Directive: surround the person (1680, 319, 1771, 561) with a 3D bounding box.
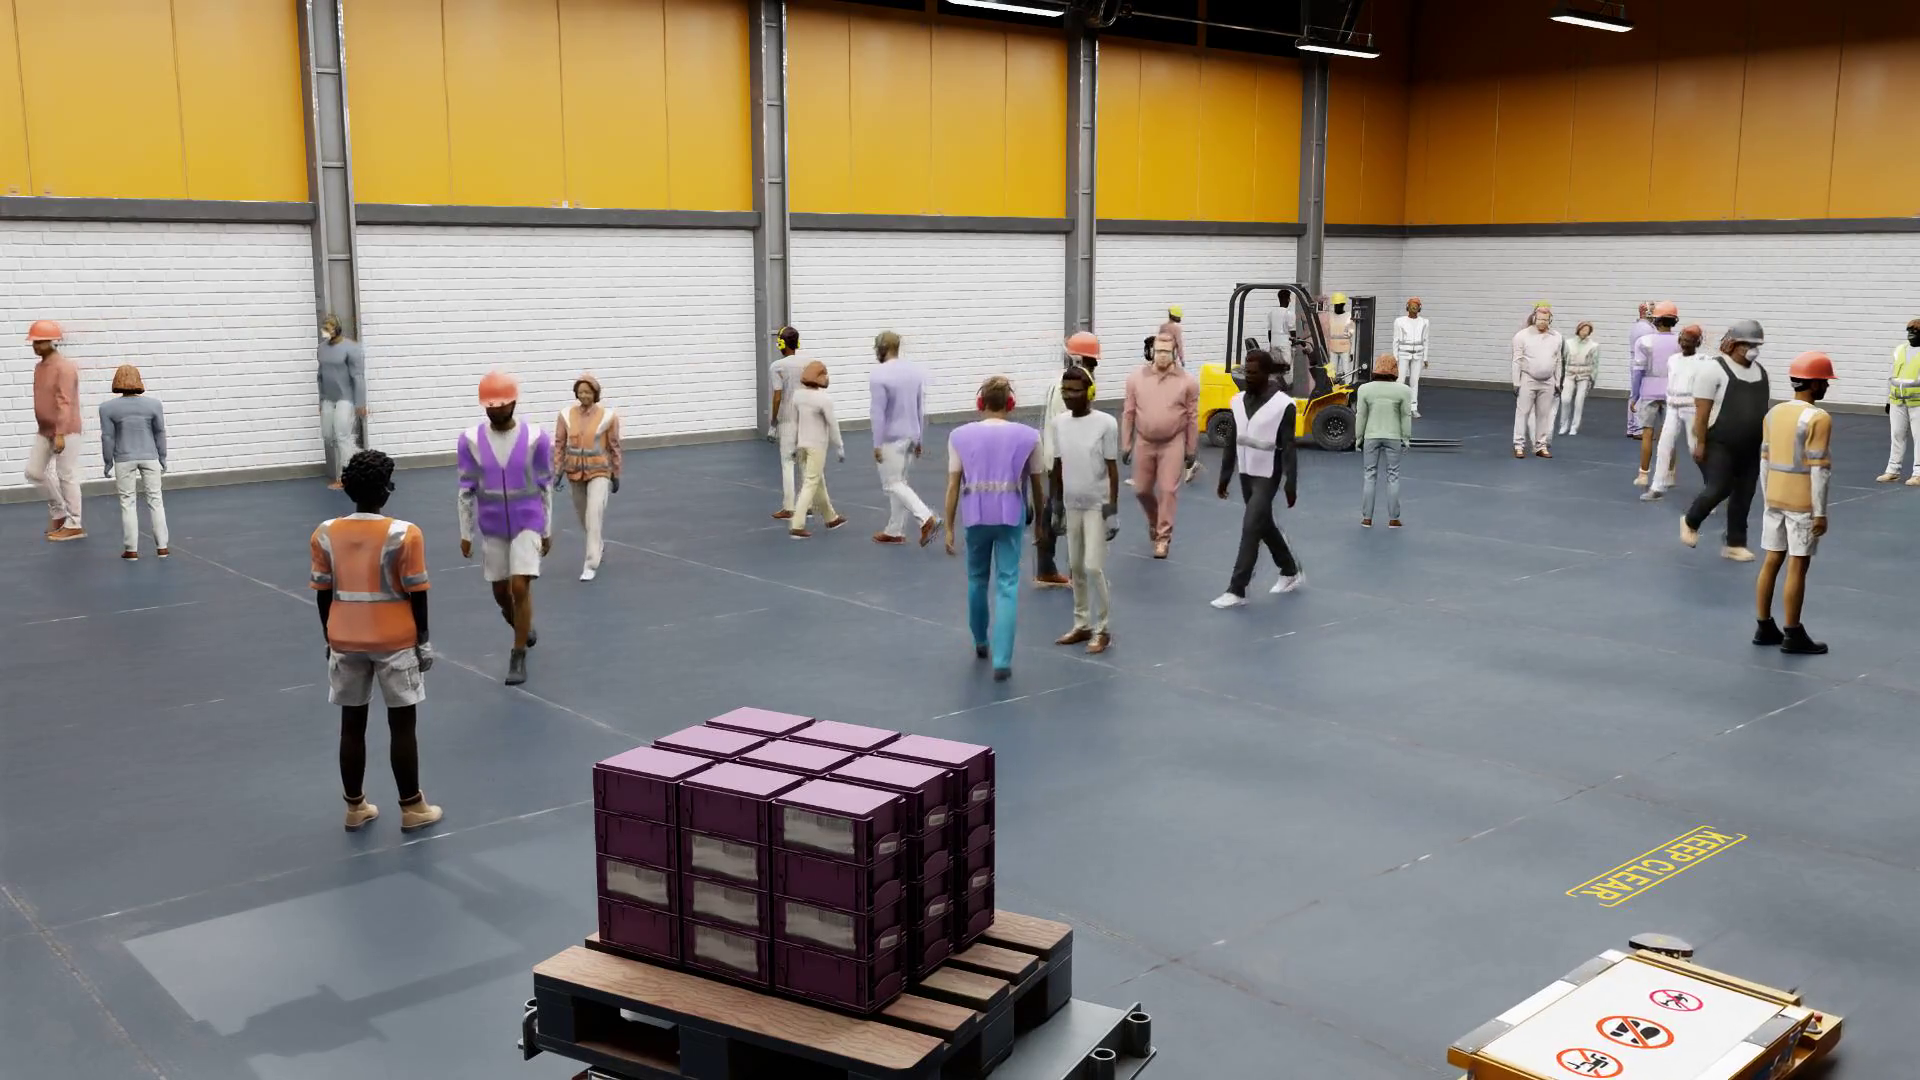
[{"bbox_3d":[6.447,-0.842,13.868,0.687,2.000,0.633,-2,10,-14],"label":"person"}]

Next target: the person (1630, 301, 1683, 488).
[{"bbox_3d":[7.663,-1.585,18.212,0.616,2.040,0.382,2,10,11],"label":"person"}]

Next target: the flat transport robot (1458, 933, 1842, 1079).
[{"bbox_3d":[2.068,1.550,5.040,1.431,0.197,0.652,-9,13,-43],"label":"flat transport robot"}]

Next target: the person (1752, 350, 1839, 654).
[{"bbox_3d":[5.372,-0.244,10.668,0.375,1.939,0.546,-2,10,-11],"label":"person"}]

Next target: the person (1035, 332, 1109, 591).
[{"bbox_3d":[0.887,-0.589,12.598,0.690,1.957,0.650,0,10,-2],"label":"person"}]

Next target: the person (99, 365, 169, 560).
[{"bbox_3d":[-6.890,-0.645,13.902,0.497,1.634,0.279,-7,12,-34],"label":"person"}]

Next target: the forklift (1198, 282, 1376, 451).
[{"bbox_3d":[4.328,-2.346,22.227,2.313,2.155,1.214,3,10,16],"label":"forklift"}]

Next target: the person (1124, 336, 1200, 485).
[{"bbox_3d":[2.234,-1.414,18.291,0.756,1.669,0.533,2,10,13],"label":"person"}]

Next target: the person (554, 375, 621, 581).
[{"bbox_3d":[-2.949,-0.525,13.293,0.507,1.604,0.840,1,10,7],"label":"person"}]

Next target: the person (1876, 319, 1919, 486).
[{"bbox_3d":[10.569,-1.529,18.473,0.429,1.844,0.625,-5,11,-27],"label":"person"}]

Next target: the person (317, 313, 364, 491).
[{"bbox_3d":[-6.698,-1.513,18.142,0.637,1.921,0.583,5,11,29],"label":"person"}]

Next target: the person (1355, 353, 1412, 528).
[{"bbox_3d":[3.949,-0.924,15.541,0.507,1.632,0.268,3,10,17],"label":"person"}]

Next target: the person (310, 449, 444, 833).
[{"bbox_3d":[-2.567,0.450,7.308,0.537,1.695,0.321,2,10,9],"label":"person"}]

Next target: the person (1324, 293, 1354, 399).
[{"bbox_3d":[6.452,-3.242,28.299,0.587,1.917,0.408,8,12,38],"label":"person"}]

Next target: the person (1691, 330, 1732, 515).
[{"bbox_3d":[7.493,-1.154,16.332,0.549,1.825,0.480,8,13,40],"label":"person"}]

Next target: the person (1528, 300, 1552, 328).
[{"bbox_3d":[10.287,-3.385,29.617,0.483,1.756,0.528,-6,11,-31],"label":"person"}]

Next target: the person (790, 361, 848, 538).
[{"bbox_3d":[-1.285,-0.829,15.108,0.838,1.588,0.508,-9,13,-43],"label":"person"}]

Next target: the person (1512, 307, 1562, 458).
[{"bbox_3d":[7.253,-1.969,20.885,0.639,1.902,0.406,-1,10,-4],"label":"person"}]

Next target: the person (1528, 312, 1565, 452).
[{"bbox_3d":[7.512,-2.040,21.562,0.645,1.812,0.452,5,11,29],"label":"person"}]

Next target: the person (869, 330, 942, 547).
[{"bbox_3d":[-0.466,-0.860,14.390,0.760,1.914,0.647,7,12,34],"label":"person"}]

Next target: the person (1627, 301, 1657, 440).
[{"bbox_3d":[9.483,-2.341,23.025,0.409,1.912,0.643,1,10,7],"label":"person"}]

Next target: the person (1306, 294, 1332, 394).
[{"bbox_3d":[6.315,-3.300,28.765,0.717,1.873,0.637,-9,13,-43],"label":"person"}]

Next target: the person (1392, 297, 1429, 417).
[{"bbox_3d":[7.077,-2.860,26.143,0.573,1.884,0.353,-1,10,-4],"label":"person"}]

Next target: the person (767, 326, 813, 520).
[{"bbox_3d":[-1.631,-1.125,16.045,0.514,1.866,0.329,-9,13,-41],"label":"person"}]

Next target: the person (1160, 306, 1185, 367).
[{"bbox_3d":[3.468,-2.994,27.399,0.374,1.723,0.535,-6,11,-30],"label":"person"}]

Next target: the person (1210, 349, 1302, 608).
[{"bbox_3d":[2.220,-0.476,12.234,1.003,1.876,0.611,-7,12,-35],"label":"person"}]

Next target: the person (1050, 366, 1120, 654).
[{"bbox_3d":[0.805,-0.196,10.683,0.536,1.846,0.439,7,12,37],"label":"person"}]

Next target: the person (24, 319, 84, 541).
[{"bbox_3d":[-8.068,-0.966,14.799,0.616,1.977,0.451,6,11,30],"label":"person"}]

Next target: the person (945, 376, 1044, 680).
[{"bbox_3d":[0.222,-0.097,10.226,0.584,1.797,0.936,1,10,4],"label":"person"}]

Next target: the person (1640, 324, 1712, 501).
[{"bbox_3d":[7.579,-1.317,17.255,0.951,1.845,0.574,-4,11,-23],"label":"person"}]

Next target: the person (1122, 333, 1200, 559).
[{"bbox_3d":[1.713,-0.819,14.155,0.655,1.886,0.712,3,10,17],"label":"person"}]

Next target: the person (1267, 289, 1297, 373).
[{"bbox_3d":[5.634,-3.395,29.031,0.367,1.967,0.607,-8,12,-39],"label":"person"}]

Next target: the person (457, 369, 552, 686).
[{"bbox_3d":[-2.730,-0.112,10.078,0.554,1.893,0.800,-1,10,-7],"label":"person"}]

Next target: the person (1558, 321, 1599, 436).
[{"bbox_3d":[8.688,-2.264,23.406,0.541,1.612,0.495,5,11,27],"label":"person"}]
